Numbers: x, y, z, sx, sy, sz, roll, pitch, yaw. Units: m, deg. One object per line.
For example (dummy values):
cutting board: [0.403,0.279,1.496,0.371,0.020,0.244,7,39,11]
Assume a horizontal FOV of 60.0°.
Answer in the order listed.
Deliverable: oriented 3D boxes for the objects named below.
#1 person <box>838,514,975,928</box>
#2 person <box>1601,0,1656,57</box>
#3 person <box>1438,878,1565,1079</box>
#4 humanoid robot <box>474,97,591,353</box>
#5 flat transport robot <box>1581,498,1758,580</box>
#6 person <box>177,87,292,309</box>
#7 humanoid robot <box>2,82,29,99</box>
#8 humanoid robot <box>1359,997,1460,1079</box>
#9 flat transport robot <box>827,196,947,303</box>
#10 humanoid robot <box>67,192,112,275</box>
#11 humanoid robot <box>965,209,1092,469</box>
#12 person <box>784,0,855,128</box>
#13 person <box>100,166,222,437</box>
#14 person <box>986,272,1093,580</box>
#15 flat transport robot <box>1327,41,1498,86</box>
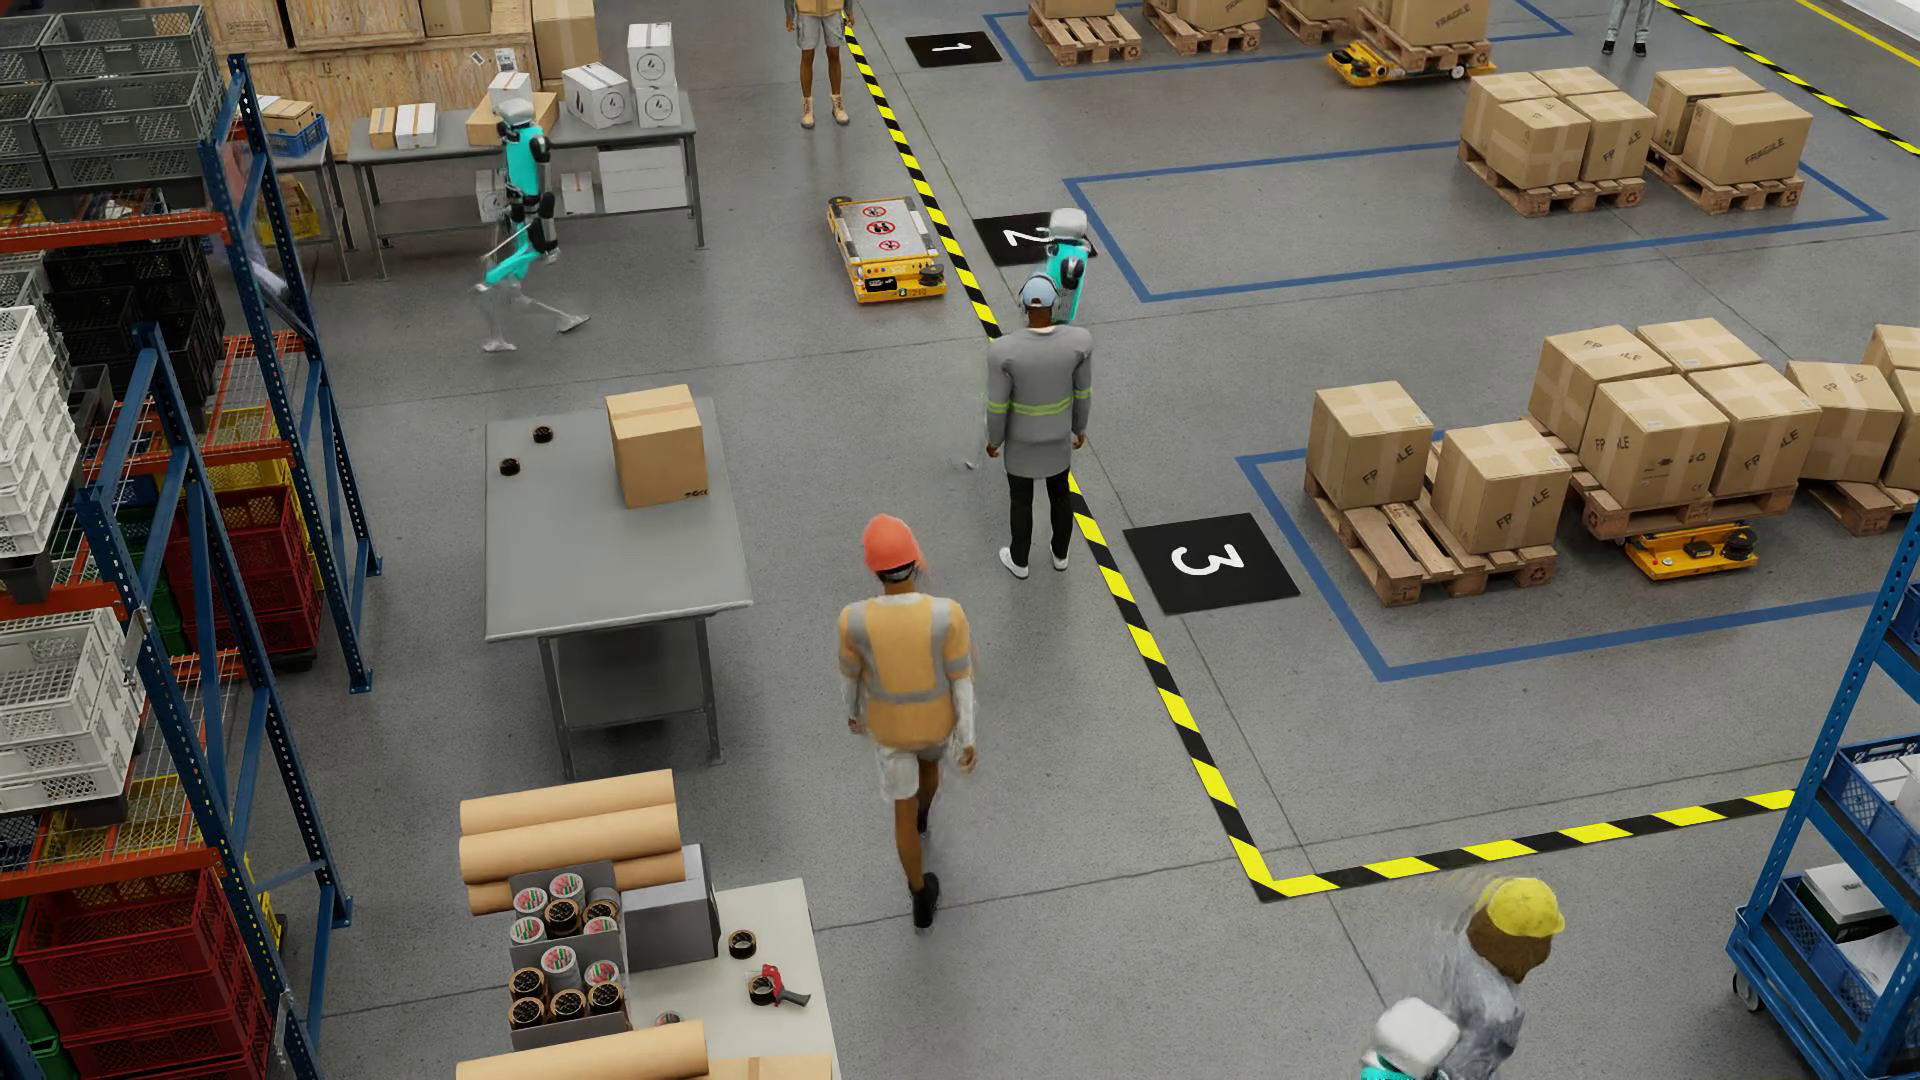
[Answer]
person: [-0.235,0.744,7.214,0.555,1.858,0.959,-4,37,-5]
person: [6.452,-5.456,15.584,0.588,1.822,0.403,8,37,11]
person: [1.899,1.830,5.886,0.874,1.696,0.490,4,37,5]
humanoid robot: [-3.026,-1.992,11.050,1.037,1.769,0.544,-28,45,-32]
flat transport robot: [4.062,-0.294,9.926,0.652,0.197,1.431,-8,37,-10]
person: [-4.968,-2.284,11.390,0.540,1.731,0.569,4,37,6]
humanoid robot: [-7.278,-3.494,12.912,0.735,1.671,0.533,-18,40,-23]
humanoid robot: [1.568,2.261,5.304,0.834,1.781,0.546,23,42,28]
flat transport robot: [-0.570,-2.220,12.538,0.659,0.231,1.431,-8,37,-10]
humanoid robot: [-5.478,-1.790,10.777,0.394,1.650,0.590,-25,44,-30]
humanoid robot: [0.327,-1.060,9.837,0.833,1.871,0.548,-1,37,-1]
person: [-1.194,-4.532,14.159,0.613,2.044,0.368,-8,37,-11]
person: [-4.950,-1.478,10.232,0.506,1.838,0.338,27,44,31]
person: [0.413,-0.613,9.054,0.589,1.848,0.403,-8,37,-11]
flat transport robot: [4.250,-4.532,15.622,1.431,0.197,0.652,-8,37,-10]
